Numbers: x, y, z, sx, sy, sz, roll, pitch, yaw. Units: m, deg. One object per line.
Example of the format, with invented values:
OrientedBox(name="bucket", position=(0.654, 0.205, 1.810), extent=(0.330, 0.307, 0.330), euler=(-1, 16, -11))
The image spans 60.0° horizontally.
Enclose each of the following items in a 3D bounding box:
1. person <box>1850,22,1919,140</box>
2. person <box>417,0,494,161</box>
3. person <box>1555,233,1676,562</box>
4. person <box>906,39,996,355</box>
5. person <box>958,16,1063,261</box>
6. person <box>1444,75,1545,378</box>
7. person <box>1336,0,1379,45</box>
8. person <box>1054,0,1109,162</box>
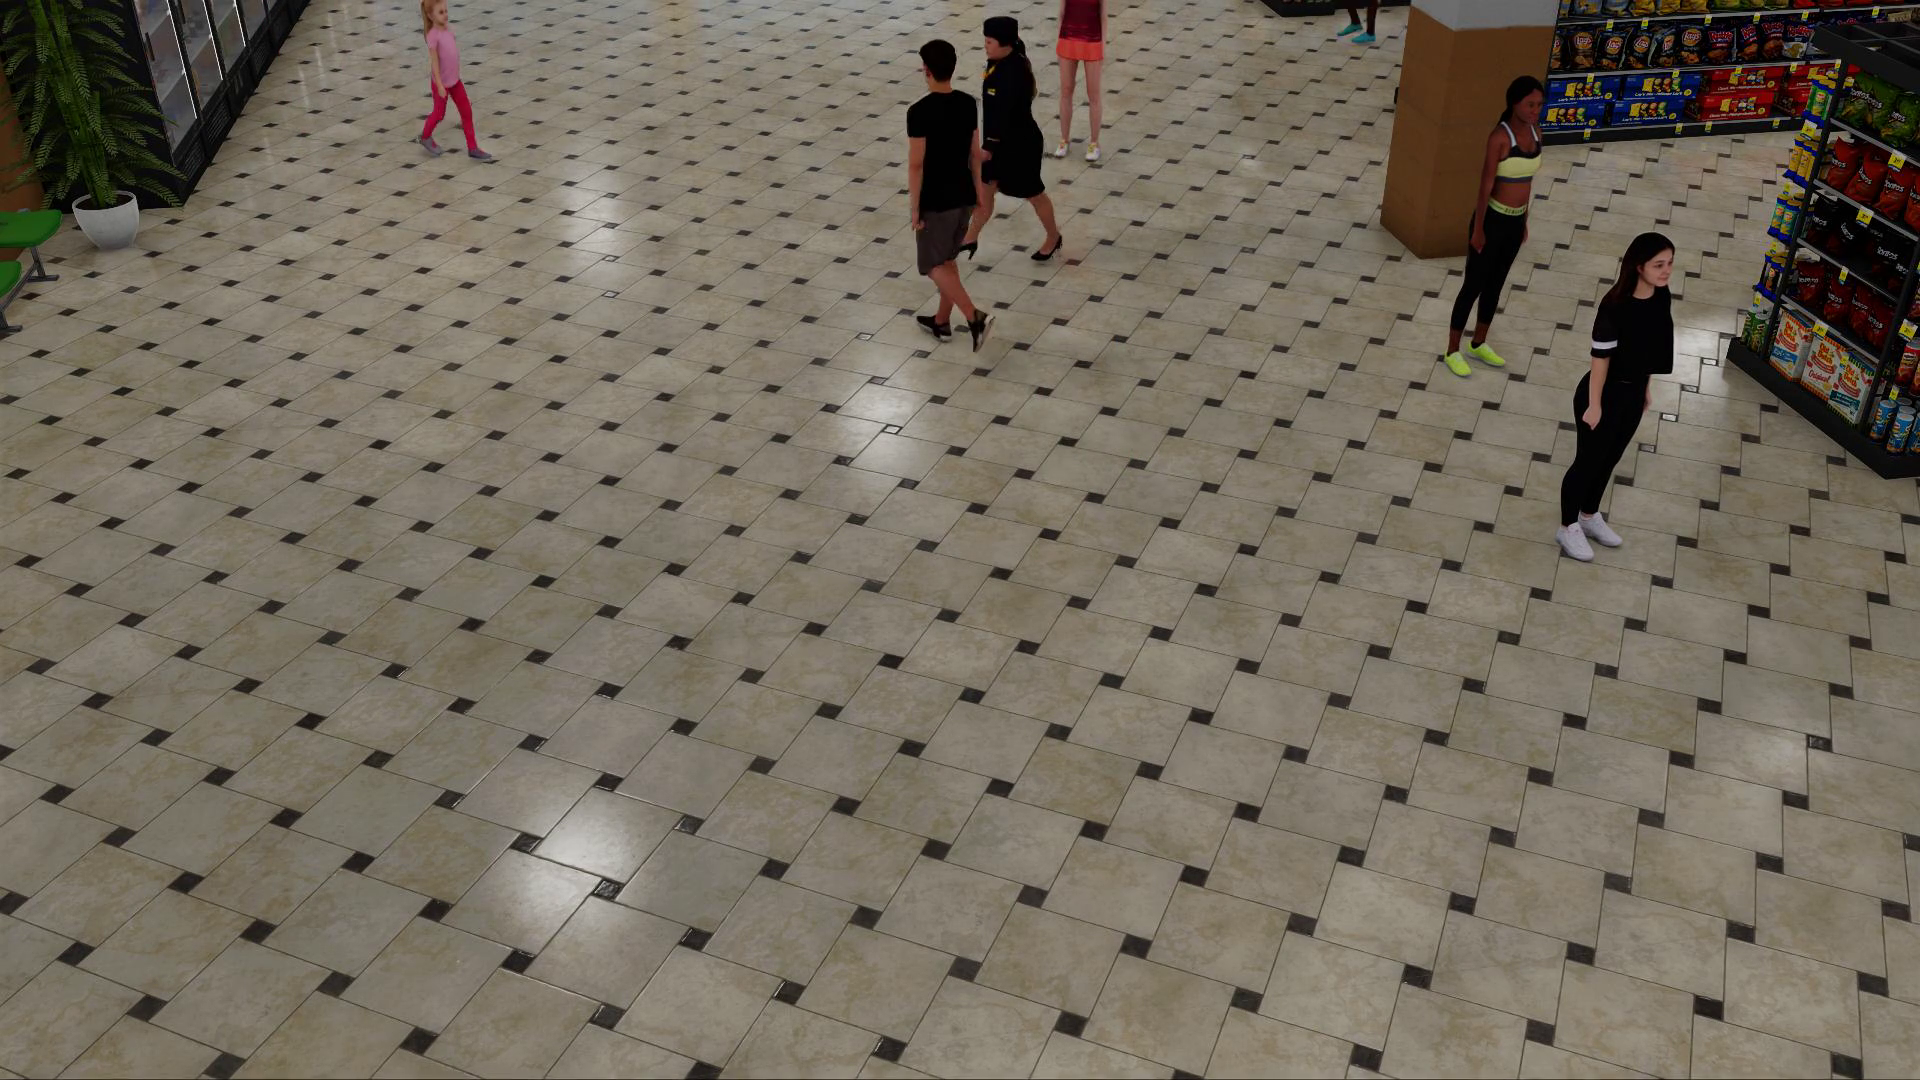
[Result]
OrientedBox(name="person", position=(5.913, -2.490, 10.748), extent=(0.629, 1.685, 0.748), euler=(-22, 38, -31))
OrientedBox(name="person", position=(-4.033, -3.559, 12.874), extent=(0.951, 1.254, 0.776), euler=(12, 34, 19))
OrientedBox(name="person", position=(3.113, -0.690, 7.900), extent=(0.647, 1.639, 0.754), euler=(-19, 37, -28))
OrientedBox(name="person", position=(-0.039, -1.958, 9.751), extent=(1.120, 1.836, 1.091), euler=(-21, 38, -30))
OrientedBox(name="person", position=(0.428, -2.579, 10.951), extent=(1.046, 1.623, 0.696), euler=(-6, 32, -10))
OrientedBox(name="person", position=(3.099, -1.814, 9.597), extent=(0.544, 1.753, 0.686), euler=(-16, 35, -24))
OrientedBox(name="person", position=(3.913, -5.513, 15.587), extent=(0.643, 1.705, 0.585), euler=(-10, 33, -15))
OrientedBox(name="person", position=(0.945, -3.826, 12.833), extent=(0.613, 1.751, 0.708), euler=(10, 33, 16))
